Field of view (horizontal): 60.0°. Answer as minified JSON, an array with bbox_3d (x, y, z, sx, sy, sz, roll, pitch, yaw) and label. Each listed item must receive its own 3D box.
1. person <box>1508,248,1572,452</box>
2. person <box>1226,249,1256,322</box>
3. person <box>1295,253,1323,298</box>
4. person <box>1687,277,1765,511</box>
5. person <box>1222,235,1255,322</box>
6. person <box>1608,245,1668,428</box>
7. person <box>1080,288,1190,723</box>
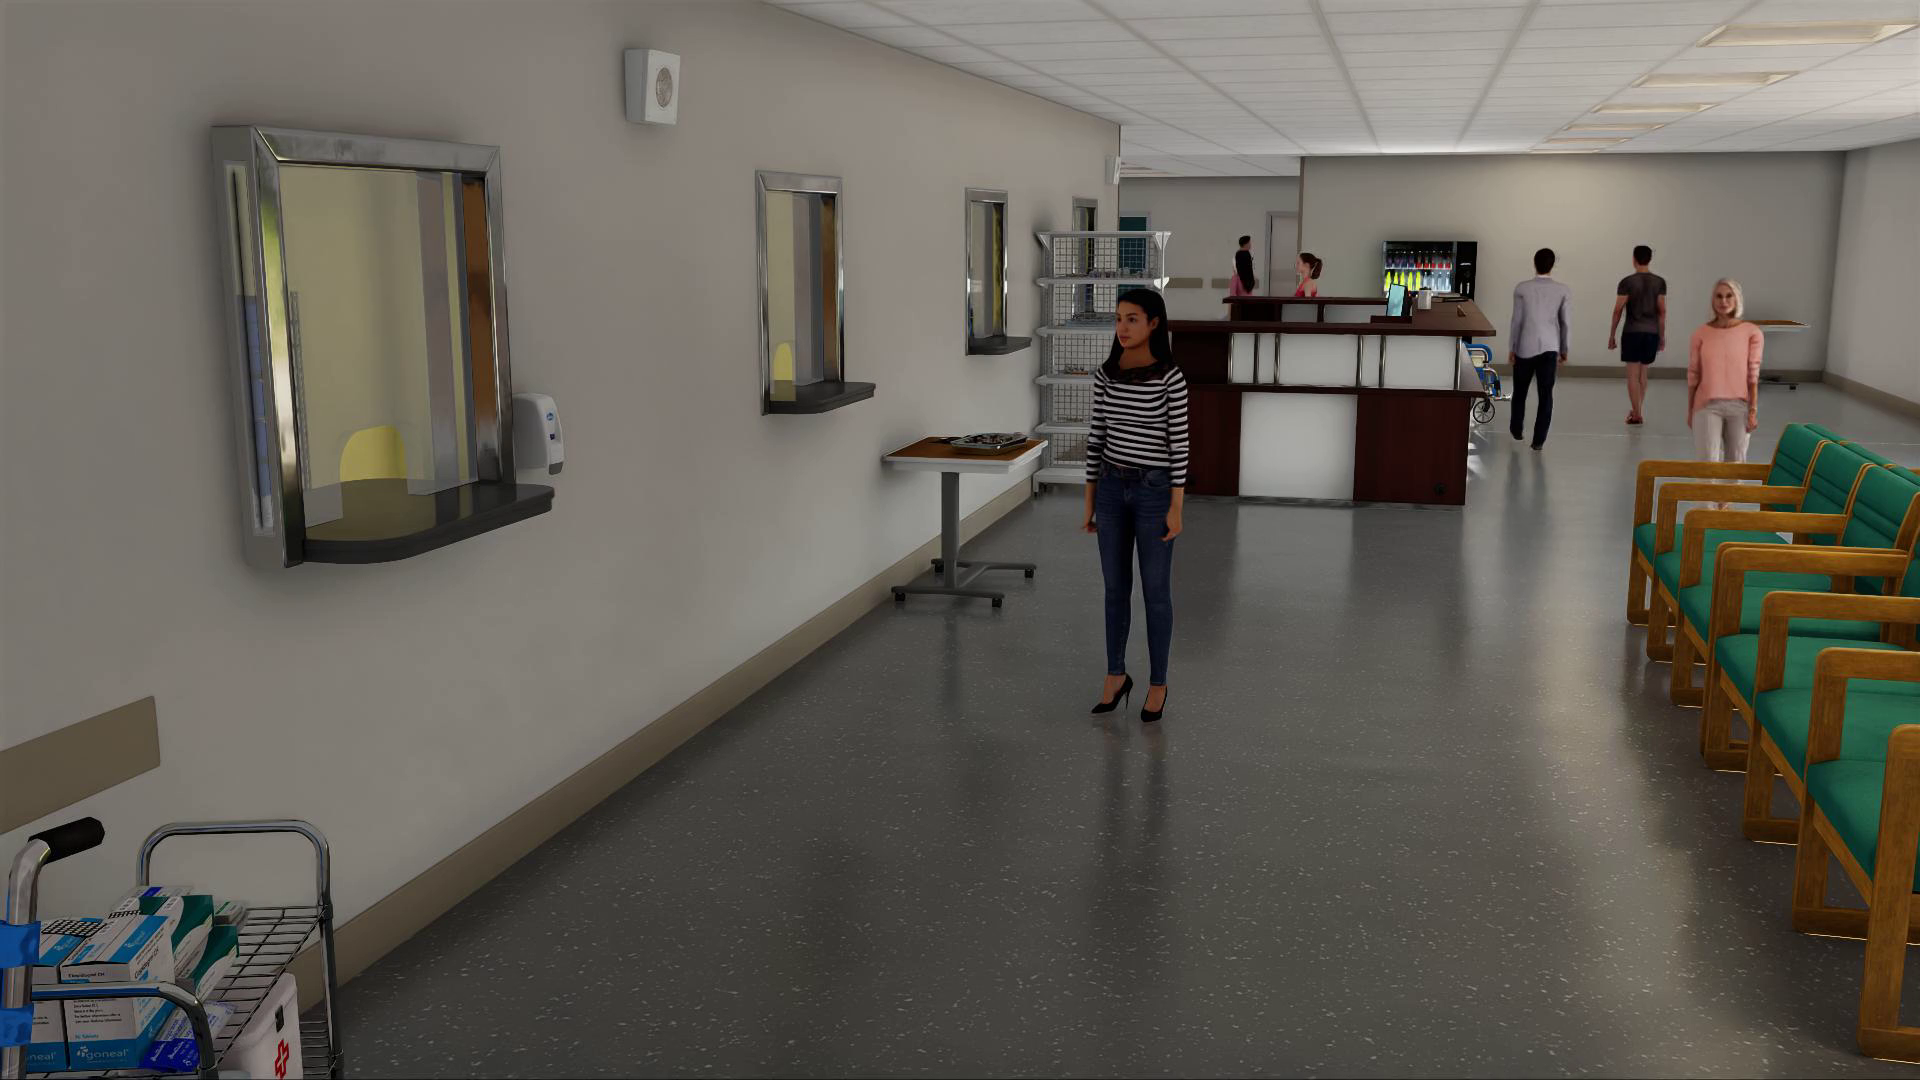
[{"bbox_3d":[5.258,-1.700,15.111,1.040,1.811,0.756,3,11,13],"label":"person"},{"bbox_3d":[3.683,-2.923,21.738,0.665,1.744,0.703,-8,13,-37],"label":"person"},{"bbox_3d":[3.950,-2.346,18.709,0.830,1.740,0.576,2,11,11],"label":"person"},{"bbox_3d":[5.028,-0.855,10.938,0.931,1.706,0.755,5,12,26],"label":"person"},{"bbox_3d":[4.970,-4.475,29.664,1.174,1.838,1.096,-6,12,-27],"label":"person"},{"bbox_3d":[6.958,-2.056,16.939,0.815,1.830,0.838,0,11,1],"label":"person"},{"bbox_3d":[0.733,-0.140,6.884,0.536,1.796,0.708,7,13,33],"label":"person"}]
